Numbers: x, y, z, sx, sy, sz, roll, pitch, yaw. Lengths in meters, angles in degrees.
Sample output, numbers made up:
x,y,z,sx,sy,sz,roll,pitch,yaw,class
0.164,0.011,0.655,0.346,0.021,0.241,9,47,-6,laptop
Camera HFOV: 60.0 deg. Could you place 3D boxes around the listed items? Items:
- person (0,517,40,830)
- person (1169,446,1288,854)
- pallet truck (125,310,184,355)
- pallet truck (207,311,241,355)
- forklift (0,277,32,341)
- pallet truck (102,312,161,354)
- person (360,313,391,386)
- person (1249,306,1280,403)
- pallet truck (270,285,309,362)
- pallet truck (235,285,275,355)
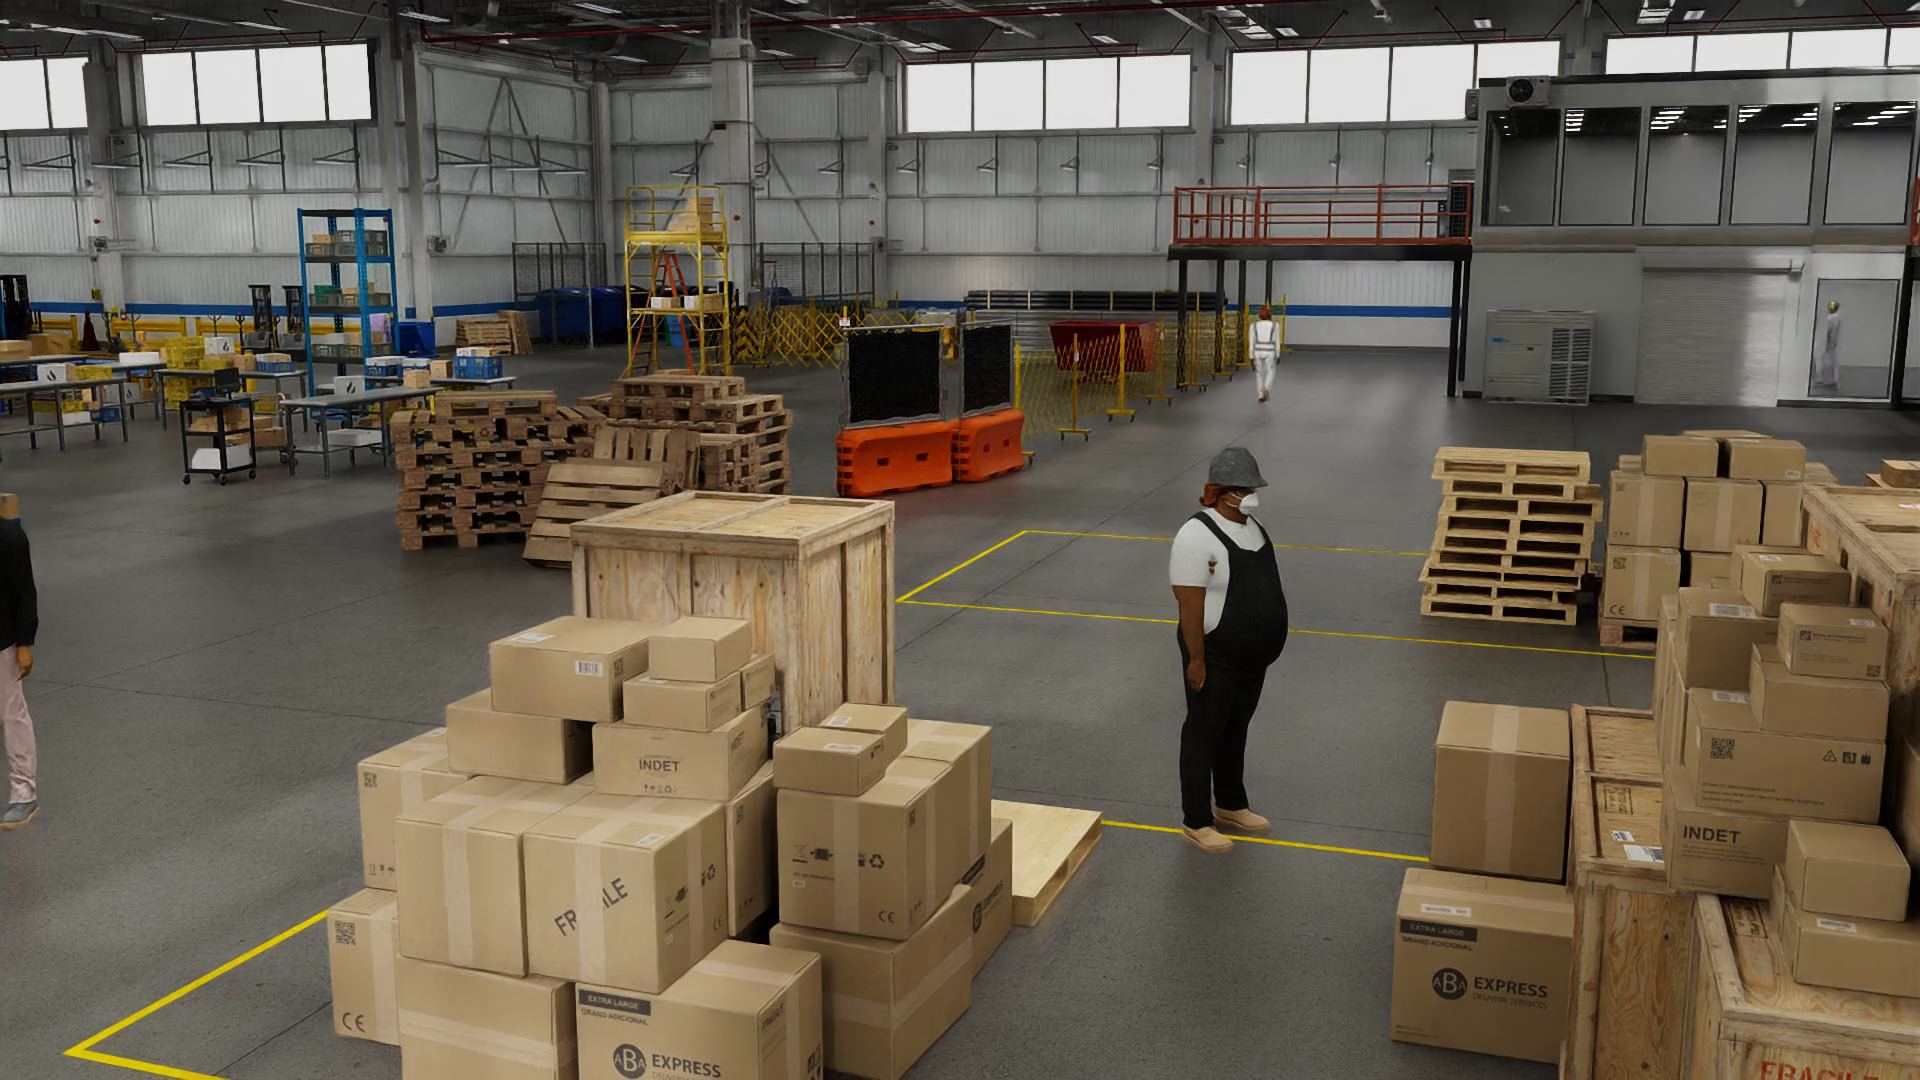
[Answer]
x,y,z,sx,sy,sz,roll,pitch,yaw,class
-5.096,0.522,8.626,0.612,1.995,0.392,1,10,7,person
1.393,0.536,8.419,0.537,2.000,0.678,8,13,40,person
-22.038,-5.665,45.457,0.704,1.261,1.522,3,11,17,pallet truck
-19.537,-5.575,44.913,0.653,1.274,1.630,3,11,19,pallet truck
-27.151,-6.329,46.328,1.157,1.987,2.680,3,11,17,forklift
-23.057,-5.777,46.261,0.680,1.201,1.601,3,11,19,pallet truck
-11.804,-3.939,33.616,0.607,2.044,0.377,-8,13,-37,person
5.871,-3.570,32.021,0.614,1.866,0.425,3,11,18,person
-17.147,-5.700,43.663,0.823,1.965,1.885,3,11,17,pallet truck
-18.327,-5.835,44.421,0.823,1.965,1.885,4,11,23,pallet truck
